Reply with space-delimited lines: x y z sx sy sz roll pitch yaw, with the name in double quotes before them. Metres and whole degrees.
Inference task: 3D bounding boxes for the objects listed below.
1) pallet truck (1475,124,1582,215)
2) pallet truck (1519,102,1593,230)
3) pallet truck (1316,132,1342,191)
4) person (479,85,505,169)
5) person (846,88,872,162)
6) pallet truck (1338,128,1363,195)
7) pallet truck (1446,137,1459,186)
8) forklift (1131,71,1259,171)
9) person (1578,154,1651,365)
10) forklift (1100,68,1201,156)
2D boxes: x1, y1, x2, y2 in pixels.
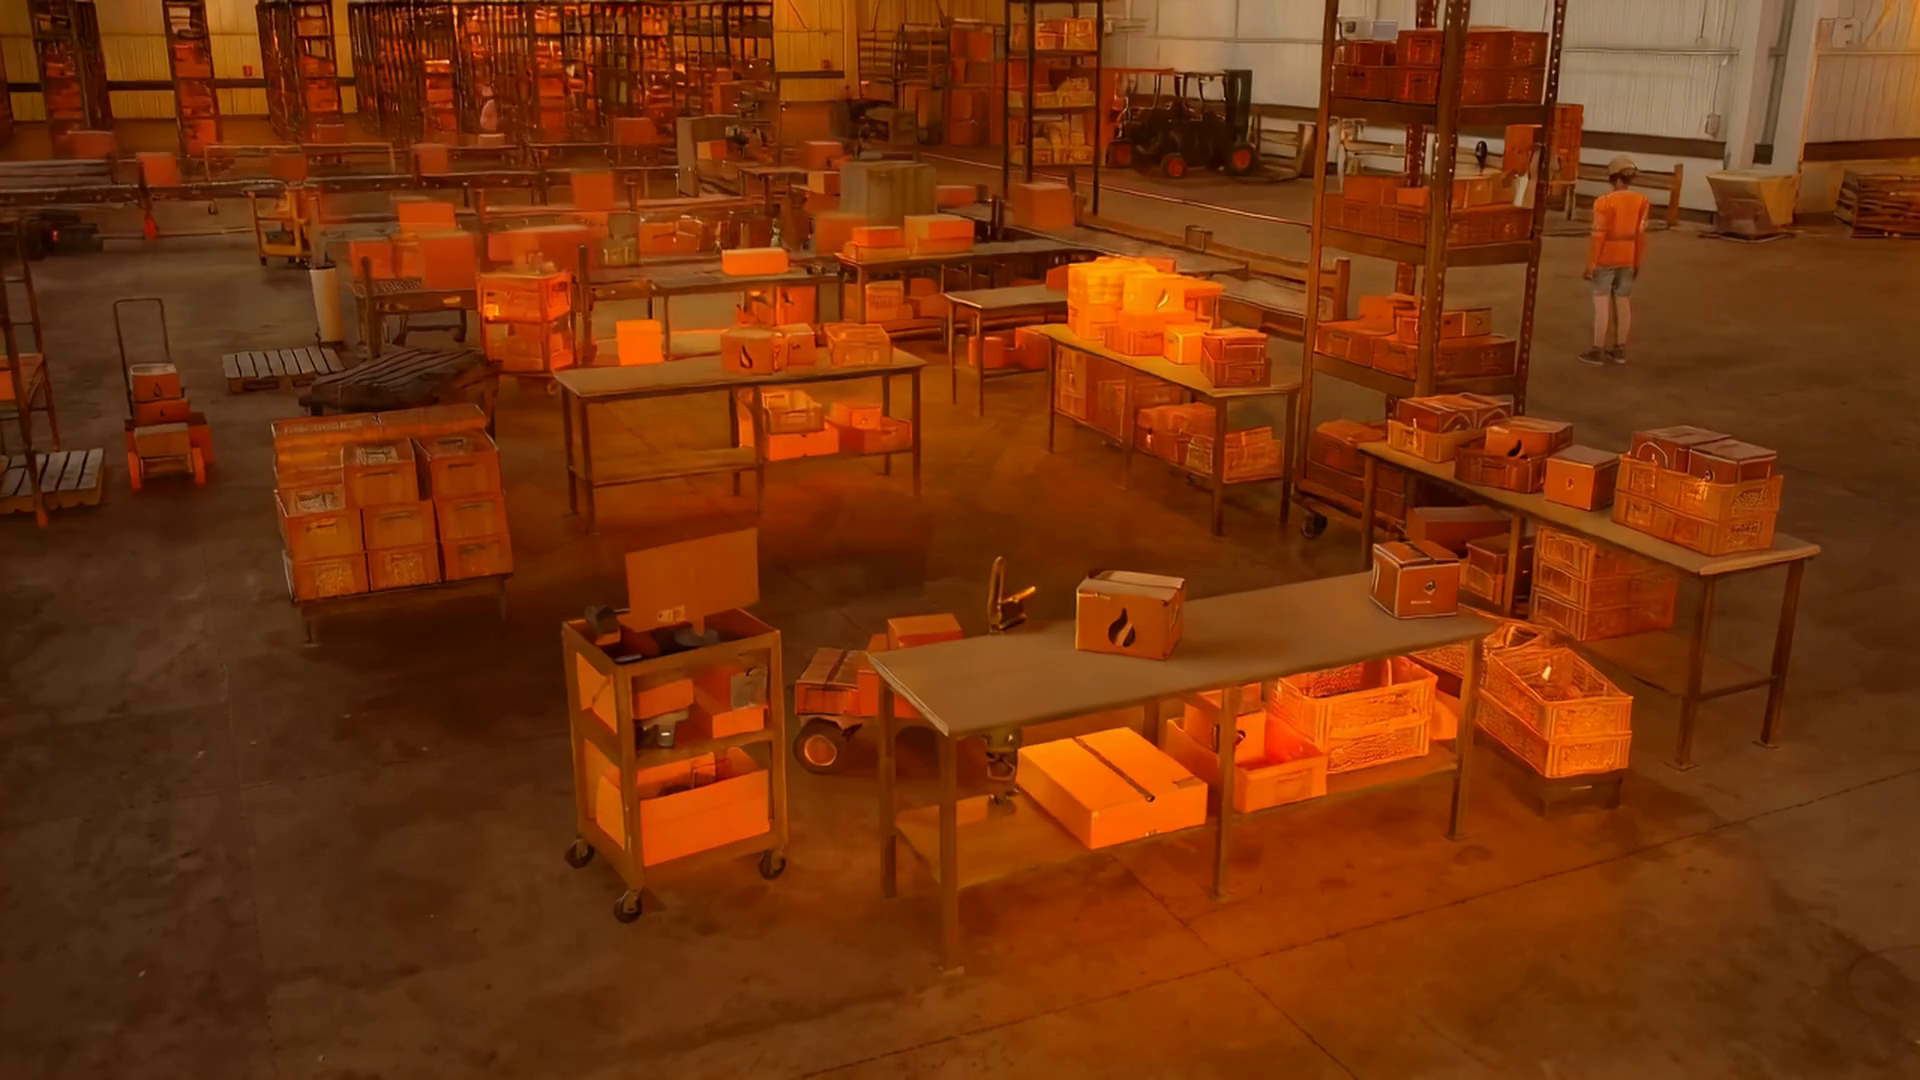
"pallet truck" 9.707 -6.455 28.103 1.885 1.965 0.823 -7 19 -20
"pallet truck" 9.972 -6.037 26.785 1.885 1.965 0.823 -9 20 -25
"pallet truck" 7.723 -7.504 32.656 1.601 1.201 0.680 -8 19 -23
"person" -10.399 -9.110 36.753 0.423 1.816 0.601 -5 18 -16
"person" -2.026 -8.437 34.583 0.993 1.857 0.664 7 19 22
"pallet truck" 7.845 -7.140 31.411 1.522 1.261 0.704 -9 20 -25
"pallet truck" 9.184 -6.485 29.328 1.630 1.274 0.653 -8 19 -23
"forklift" 4.998 -8.936 35.413 2.680 1.987 1.157 -9 20 -25
"person" 6.412 -2.747 16.344 0.605 2.045 0.378 -4 18 -14
"forklift" 4.082 -9.564 37.410 2.680 1.987 1.157 -8 19 -23
